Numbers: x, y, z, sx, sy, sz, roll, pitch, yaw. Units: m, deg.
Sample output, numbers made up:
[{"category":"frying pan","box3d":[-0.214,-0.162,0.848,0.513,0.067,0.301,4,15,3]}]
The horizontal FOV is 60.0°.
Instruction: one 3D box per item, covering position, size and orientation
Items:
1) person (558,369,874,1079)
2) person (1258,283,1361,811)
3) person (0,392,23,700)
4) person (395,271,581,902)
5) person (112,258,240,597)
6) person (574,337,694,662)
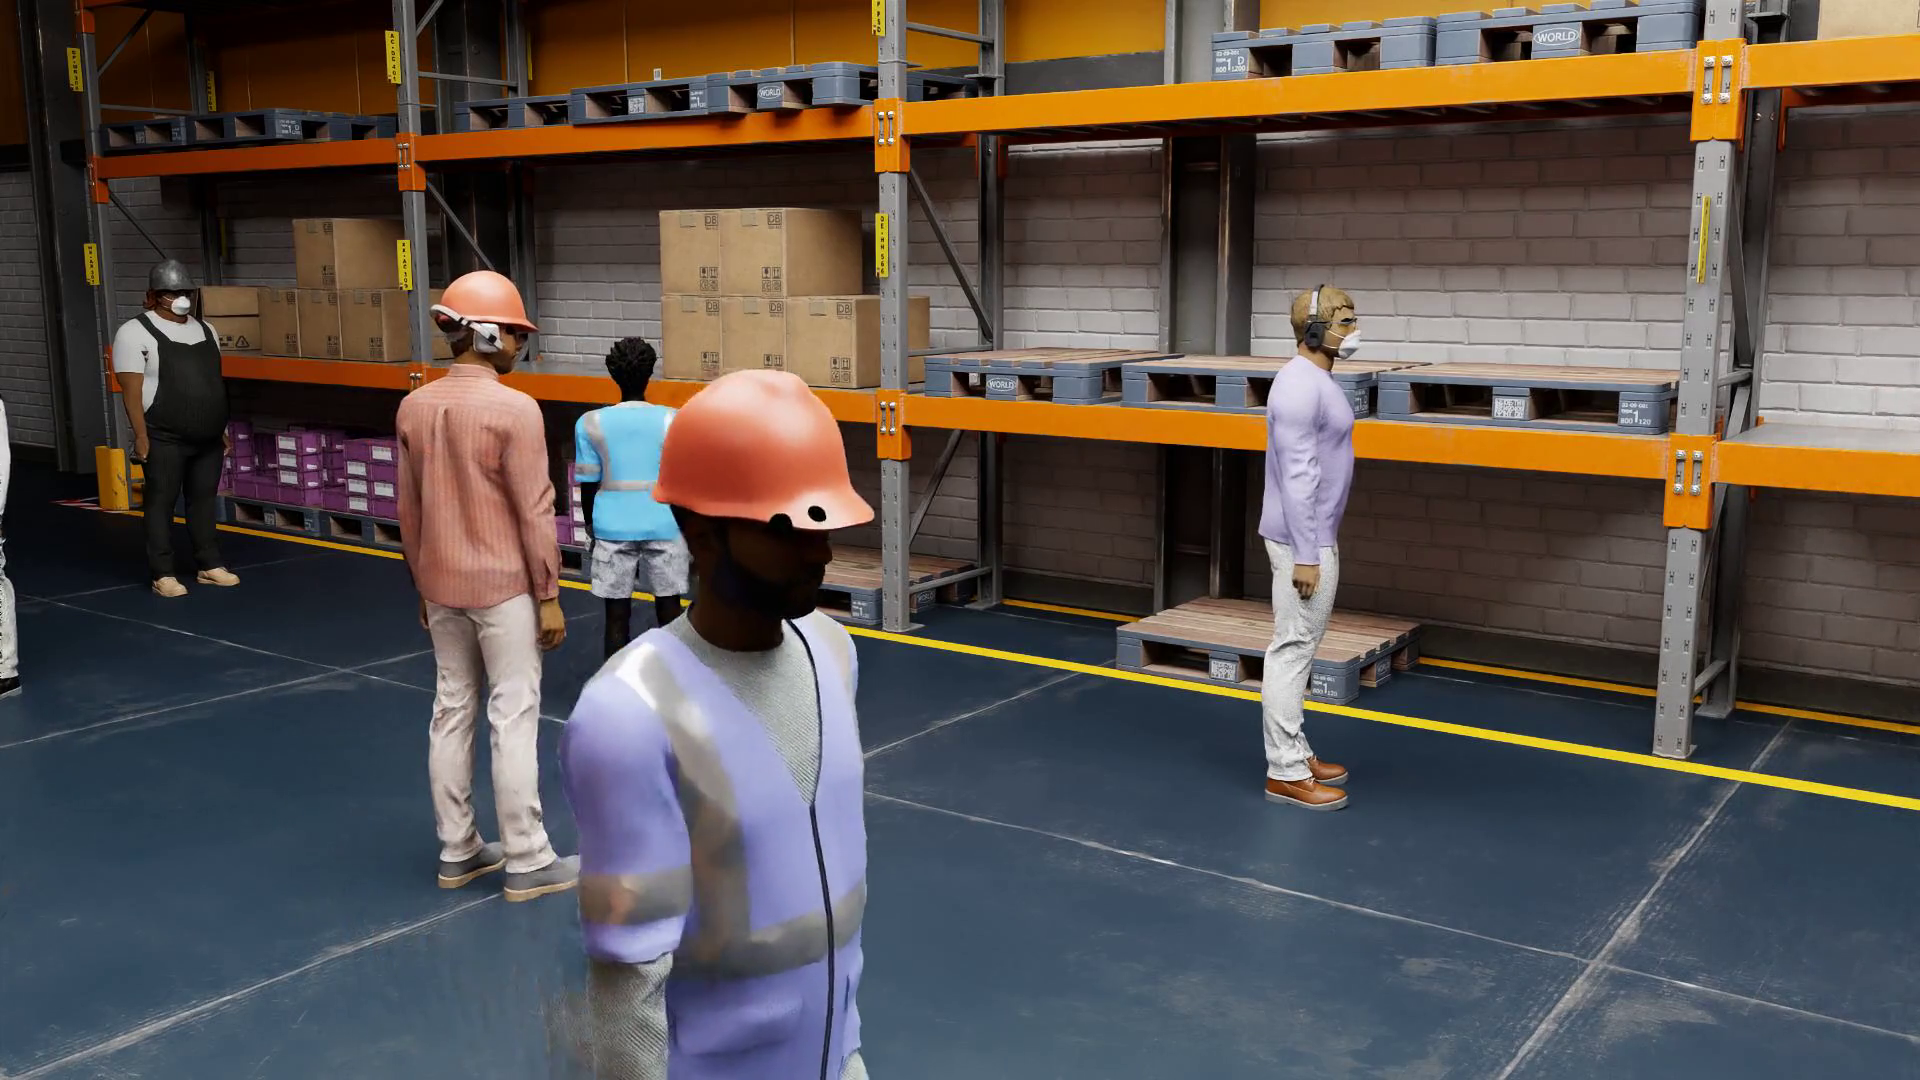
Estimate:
[{"category":"person","box3d":[-0.331,0.704,2.312,0.998,1.893,0.562,7,12,34]},{"category":"person","box3d":[1.311,0.018,6.234,0.372,1.940,0.627,3,10,16]},{"category":"person","box3d":[-4.588,-0.158,7.612,0.592,1.828,0.404,6,11,31]},{"category":"person","box3d":[-1.500,0.150,5.299,0.610,1.989,0.391,5,11,30]},{"category":"person","box3d":[-4.724,-0.690,10.150,0.538,2.000,0.683,5,11,27]},{"category":"person","box3d":[-1.394,-0.030,7.239,0.534,1.699,0.318,-2,10,-9]}]
